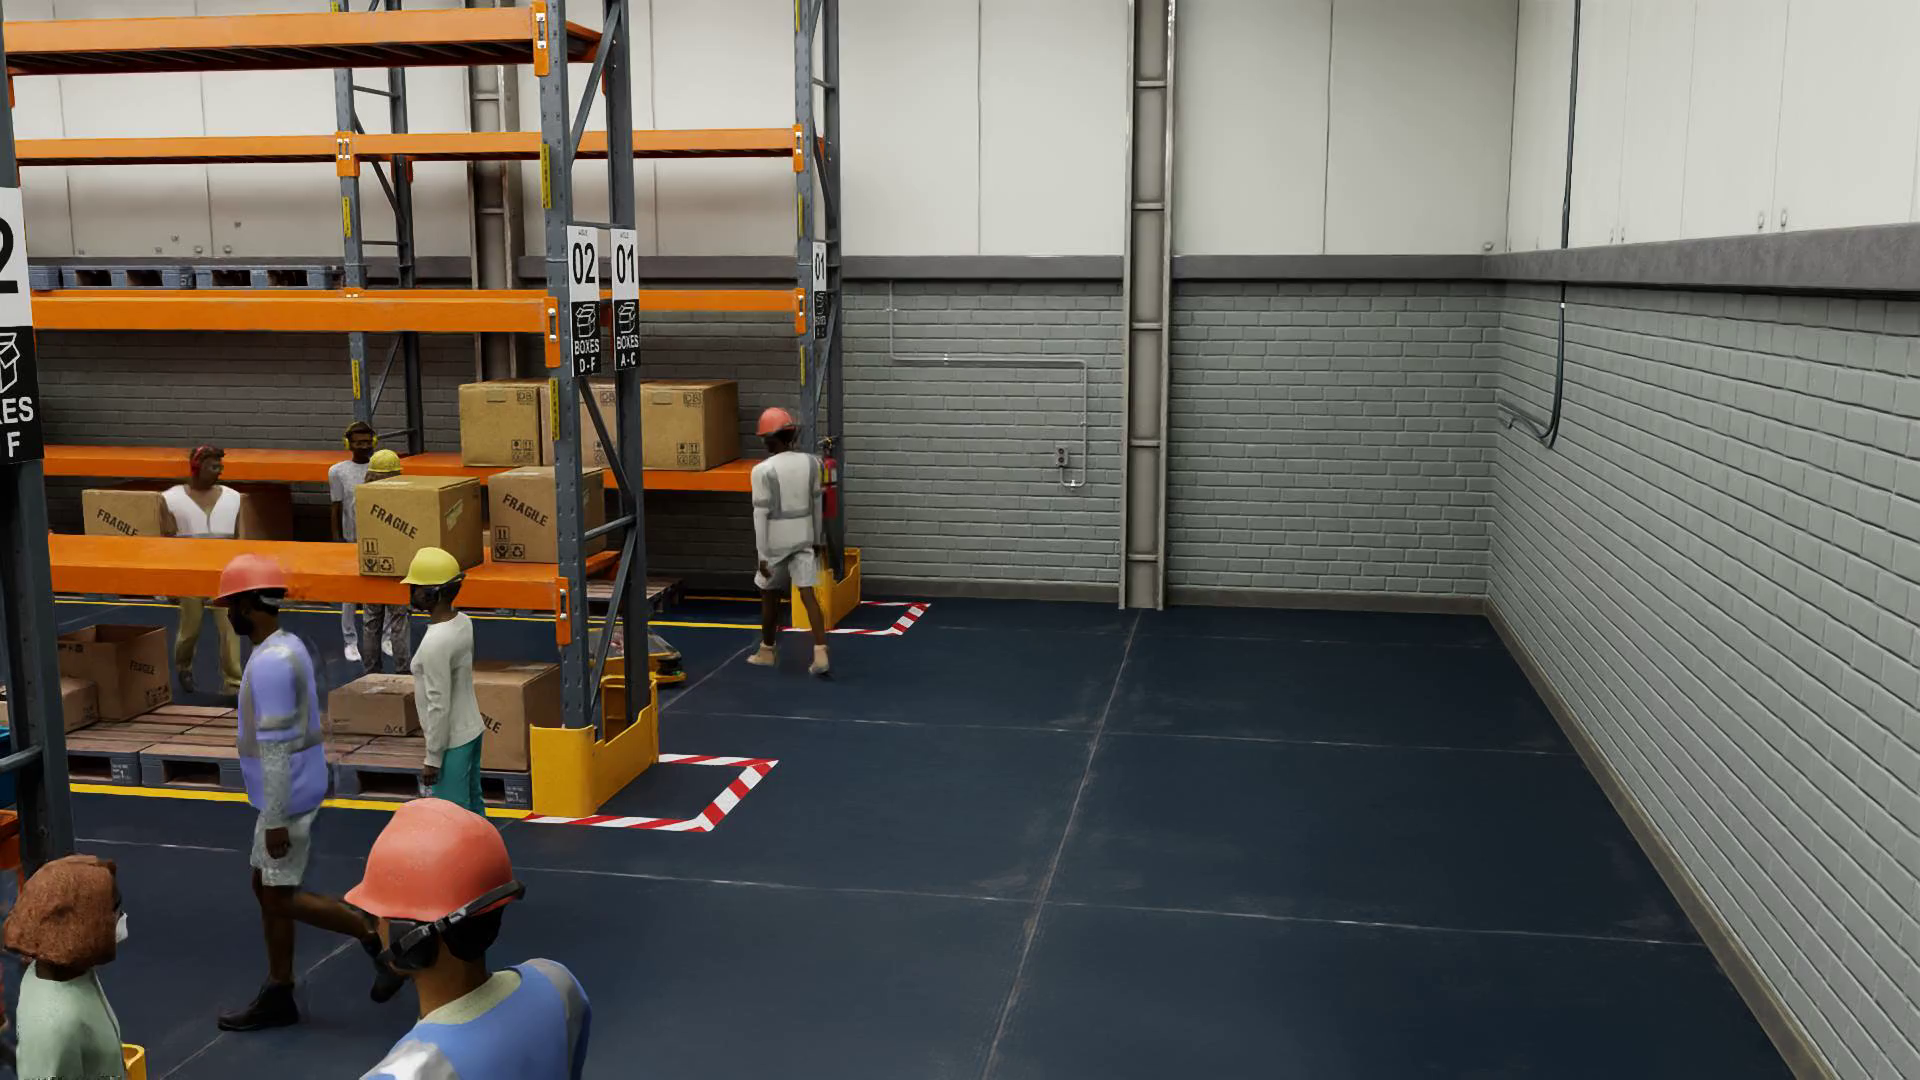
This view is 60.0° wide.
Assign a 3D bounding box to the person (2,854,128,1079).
[{"bbox_3d":[-2.029,1.538,4.043,0.600,1.613,0.509,-5,10,-27],"label":"person"}]

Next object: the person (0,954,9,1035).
[{"bbox_3d":[-3.966,0.995,6.301,0.613,1.987,0.405,2,9,9],"label":"person"}]

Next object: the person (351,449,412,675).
[{"bbox_3d":[-4.049,0.229,11.787,0.492,1.742,0.321,2,9,15],"label":"person"}]

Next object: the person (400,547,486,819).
[{"bbox_3d":[-2.321,0.907,7.503,0.323,1.769,0.523,0,9,-1],"label":"person"}]

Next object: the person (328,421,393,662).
[{"bbox_3d":[-4.582,0.008,12.819,0.503,1.861,0.326,-6,11,-34],"label":"person"}]

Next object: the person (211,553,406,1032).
[{"bbox_3d":[-2.586,0.992,6.583,0.689,1.898,0.584,-3,10,-18],"label":"person"}]

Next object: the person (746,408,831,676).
[{"bbox_3d":[-1.252,0.028,12.360,0.681,2.013,0.953,-7,11,-36],"label":"person"}]

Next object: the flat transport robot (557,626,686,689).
[{"bbox_3d":[-2.563,0.850,12.482,0.652,0.197,1.431,-4,10,-24],"label":"flat transport robot"}]

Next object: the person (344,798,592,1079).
[{"bbox_3d":[-0.922,1.477,3.110,0.392,2.045,0.608,3,10,19],"label":"person"}]

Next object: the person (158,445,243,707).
[{"bbox_3d":[-5.241,0.240,11.536,0.578,1.802,0.820,-9,12,-43],"label":"person"}]
